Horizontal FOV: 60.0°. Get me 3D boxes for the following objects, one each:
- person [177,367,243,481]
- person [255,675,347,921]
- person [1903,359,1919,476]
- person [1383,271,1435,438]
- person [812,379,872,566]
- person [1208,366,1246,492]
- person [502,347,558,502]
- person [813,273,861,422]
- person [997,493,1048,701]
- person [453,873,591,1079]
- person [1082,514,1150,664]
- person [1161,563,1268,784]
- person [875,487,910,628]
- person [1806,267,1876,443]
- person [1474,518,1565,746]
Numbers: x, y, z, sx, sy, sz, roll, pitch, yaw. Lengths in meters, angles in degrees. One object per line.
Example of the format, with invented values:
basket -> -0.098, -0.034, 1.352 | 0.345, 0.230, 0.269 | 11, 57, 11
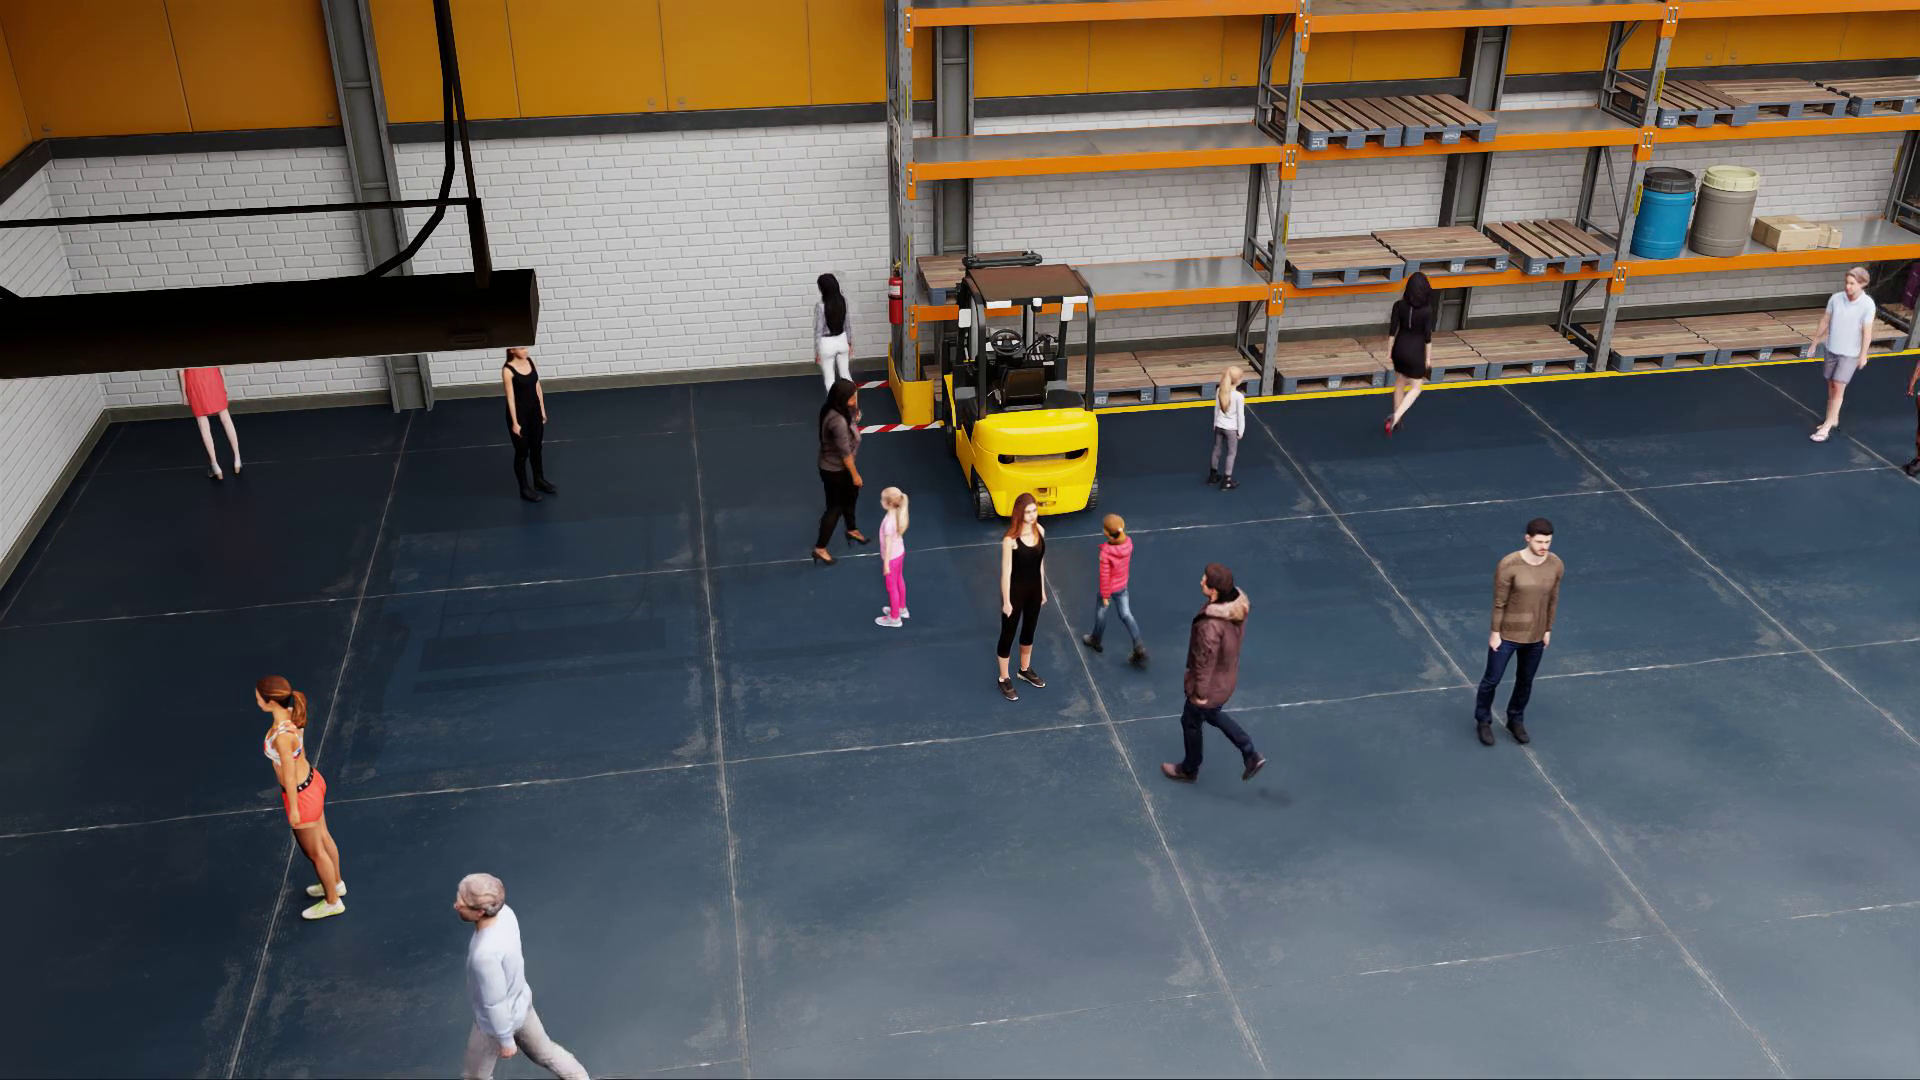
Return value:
person -> -7.412, -1.470, 16.326 | 0.619, 1.825, 0.727 | -23, 36, -36
person -> -4.210, 1.636, 10.671 | 0.521, 1.788, 0.569 | -6, 29, -10
person -> 9.702, -1.475, 16.437 | 0.718, 1.728, 0.677 | -12, 31, -22
person -> 4.564, -1.829, 17.030 | 0.944, 1.782, 1.027 | 20, 35, 32
person -> -1.179, -0.565, 14.691 | 0.820, 1.802, 0.693 | -8, 30, -15
person -> 2.597, -1.096, 16.213 | 0.585, 1.277, 0.634 | 25, 37, 38
person -> -4.180, -1.195, 15.964 | 0.724, 1.689, 0.673 | 16, 32, 27
person -> -1.291, -1.989, 17.406 | 0.673, 1.702, 0.832 | -14, 32, -24
person -> 0.486, 0.407, 12.989 | 0.589, 1.726, 0.699 | -20, 34, -31
person -> -2.353, 2.547, 8.937 | 1.285, 1.849, 0.782 | -2, 29, -3
person -> 1.302, 0.414, 13.427 | 0.901, 1.294, 0.822 | -20, 34, -32
person -> 1.863, 0.995, 11.802 | 1.166, 1.830, 1.087 | 15, 32, 25
person -> -0.557, 0.123, 13.984 | 0.602, 1.270, 0.560 | 7, 29, 13
person -> 9.221, -1.959, 17.241 | 0.955, 1.808, 0.821 | -15, 32, -25
person -> 4.154, 0.660, 12.357 | 0.541, 1.887, 0.731 | -2, 29, -3
